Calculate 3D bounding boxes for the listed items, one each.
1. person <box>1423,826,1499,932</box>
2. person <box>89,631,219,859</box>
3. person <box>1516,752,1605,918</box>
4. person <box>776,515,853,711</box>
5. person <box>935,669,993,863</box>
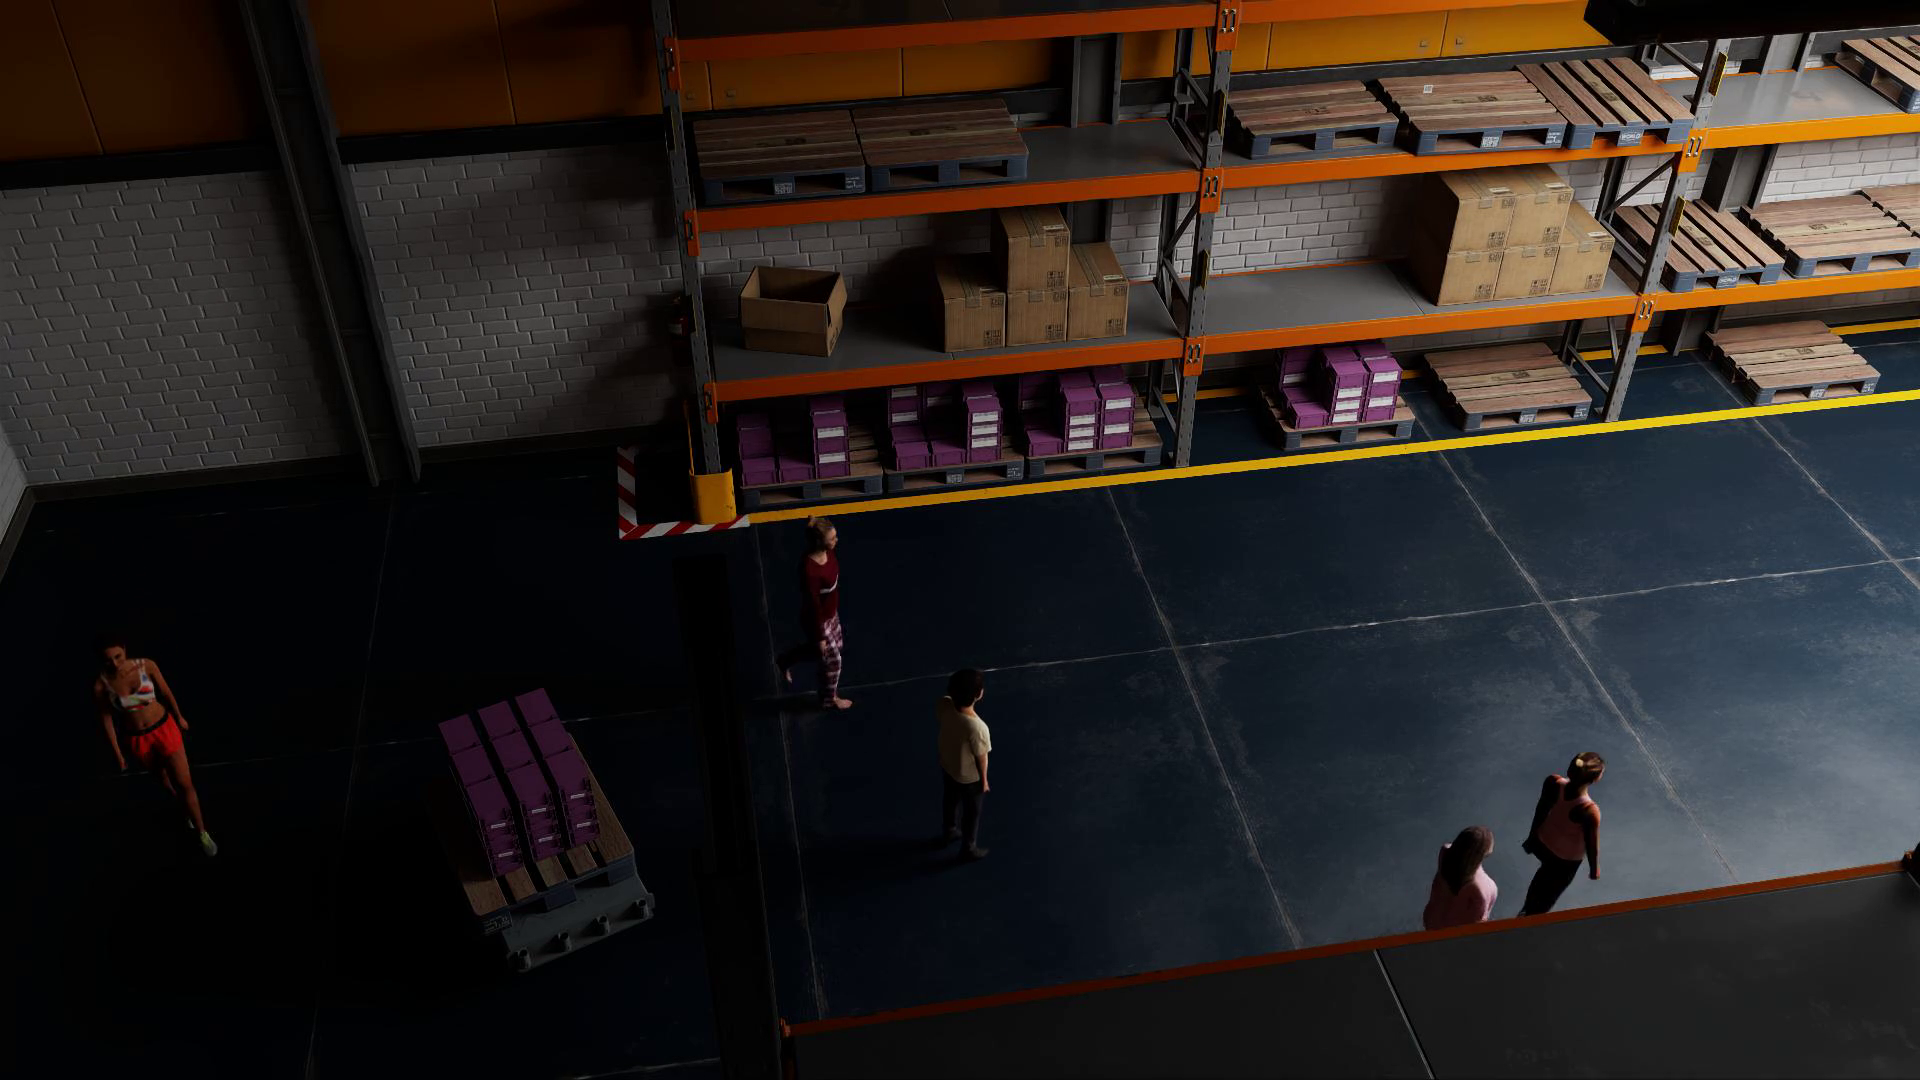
[{"bbox_3d":[2.741,2.245,9.477,0.917,1.675,0.675,-11,40,-14],"label":"person"},{"bbox_3d":[-5.226,1.204,10.702,0.884,1.773,0.839,-20,43,-23],"label":"person"},{"bbox_3d":[3.515,1.891,9.953,0.654,1.634,0.610,-14,41,-16],"label":"person"},{"bbox_3d":[-1.062,0.509,11.645,0.927,1.683,0.825,9,39,11],"label":"person"},{"bbox_3d":[0.018,1.442,10.555,0.660,1.585,0.655,-29,47,-32],"label":"person"}]
